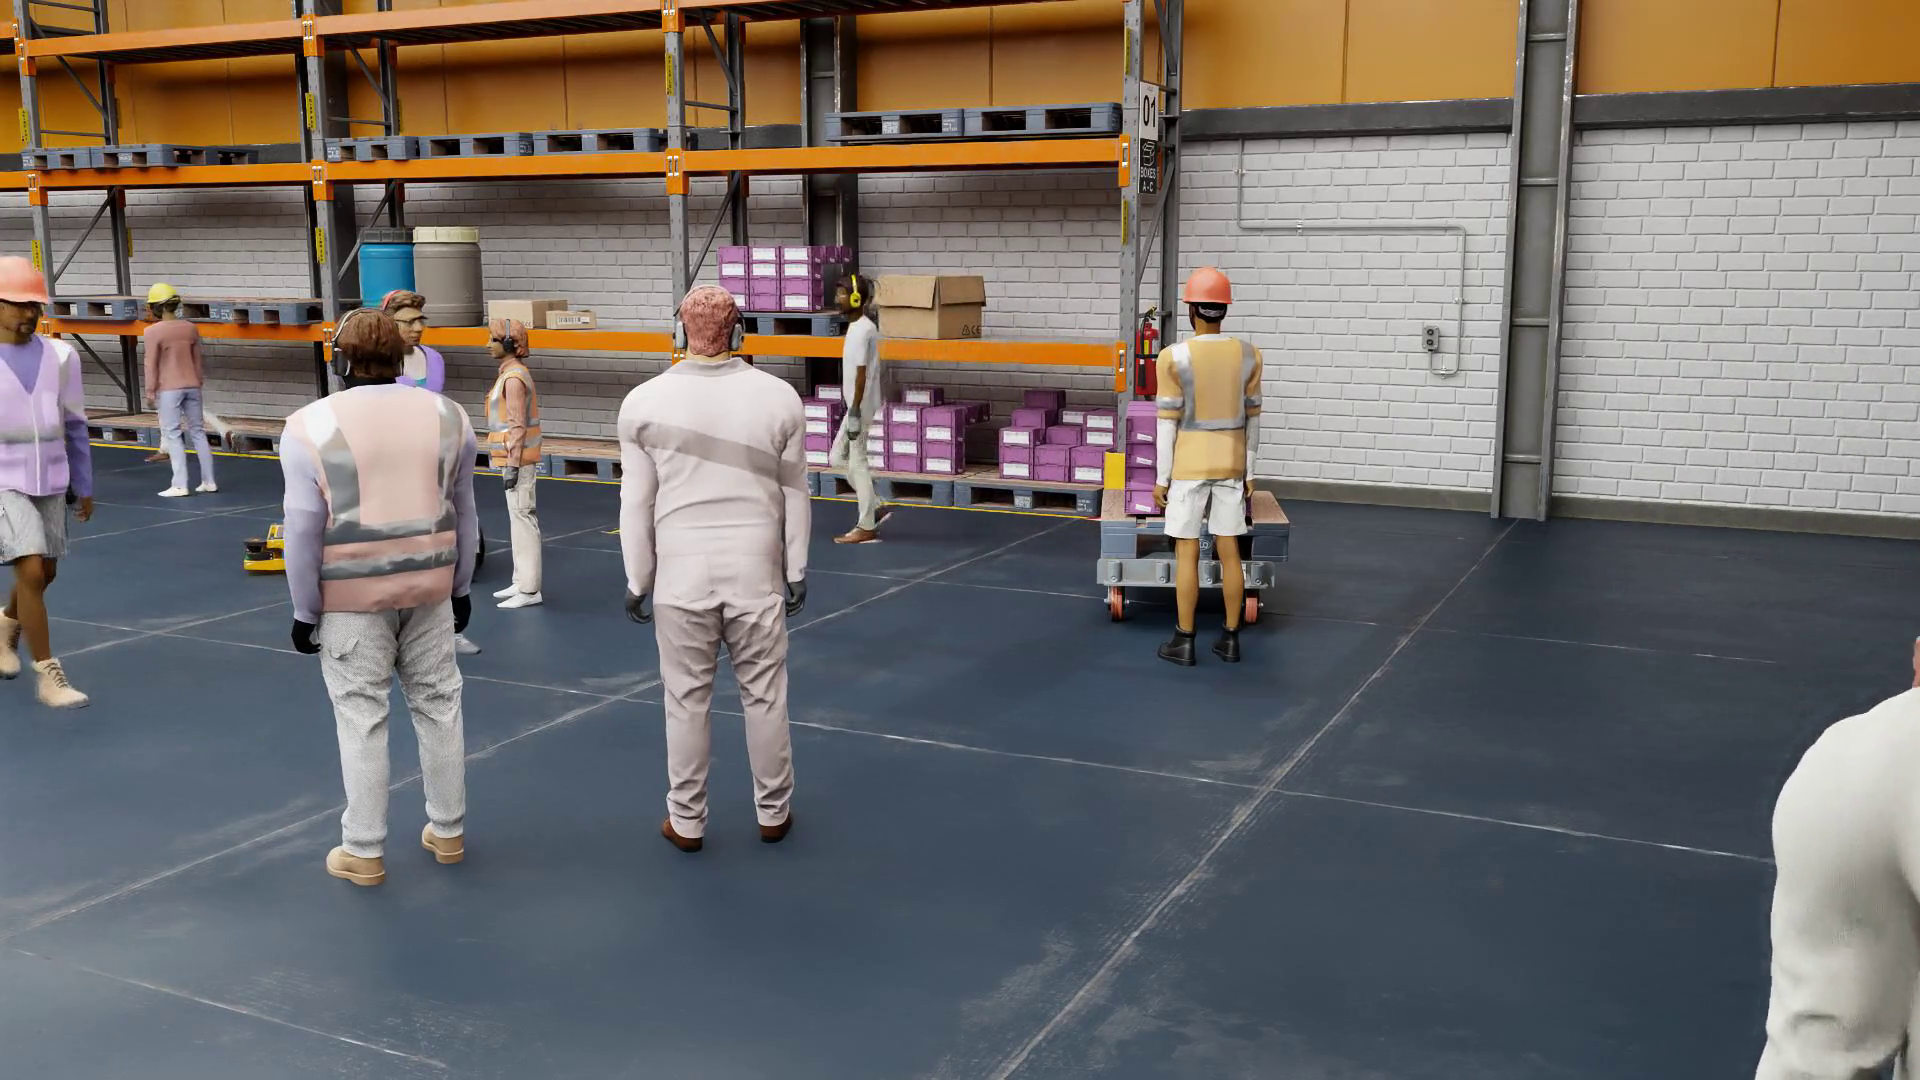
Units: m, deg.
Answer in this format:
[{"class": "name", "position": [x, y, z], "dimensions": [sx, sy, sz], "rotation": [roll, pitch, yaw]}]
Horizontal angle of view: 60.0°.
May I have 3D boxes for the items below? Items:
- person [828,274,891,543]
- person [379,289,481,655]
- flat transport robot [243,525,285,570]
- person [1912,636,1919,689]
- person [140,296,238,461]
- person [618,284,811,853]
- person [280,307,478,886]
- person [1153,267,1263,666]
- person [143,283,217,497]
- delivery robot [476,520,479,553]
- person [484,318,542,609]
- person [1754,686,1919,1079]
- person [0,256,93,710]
[{"class": "person", "position": [-0.731, -0.889, 11.404], "dimensions": [0.389, 1.858, 0.523], "rotation": [-1, 10, -7]}, {"class": "person", "position": [-2.688, -0.299, 8.114], "dimensions": [0.433, 1.833, 0.600], "rotation": [4, 11, 23]}, {"class": "flat transport robot", "position": [-3.876, 0.007, 10.832], "dimensions": [1.431, 0.197, 0.652], "rotation": [-4, 11, -20]}, {"class": "person", "position": [1.910, 0.588, 2.854], "dimensions": [0.927, 1.921, 0.671], "rotation": [1, 10, 7]}, {"class": "person", "position": [-7.430, -1.548, 15.941], "dimensions": [0.782, 1.596, 0.521], "rotation": [0, 10, -2]}, {"class": "person", "position": [-0.823, 0.100, 5.618], "dimensions": [0.639, 1.910, 0.407], "rotation": [-3, 10, -15]}, {"class": "person", "position": [-1.856, 0.181, 5.346], "dimensions": [0.627, 1.844, 0.429], "rotation": [-9, 13, -41]}, {"class": "person", "position": [1.189, -0.349, 8.103], "dimensions": [0.543, 1.938, 0.356], "rotation": [-3, 10, -15]}, {"class": "person", "position": [-6.468, -1.230, 13.703], "dimensions": [0.388, 1.756, 0.534], "rotation": [5, 11, 26]}, {"class": "delivery robot", "position": [-3.193, -0.089, 10.303], "dimensions": [0.477, 0.478, 0.707], "rotation": [-4, 11, -22]}, {"class": "person", "position": [-2.528, -0.435, 9.452], "dimensions": [0.307, 1.641, 0.513], "rotation": [-3, 10, -17]}, {"class": "person", "position": [1.124, 0.810, 1.605], "dimensions": [0.651, 1.885, 1.008], "rotation": [2, 10, 12]}, {"class": "person", "position": [-4.269, -0.274, 7.517], "dimensions": [0.959, 2.005, 0.609], "rotation": [7, 12, 33]}]
